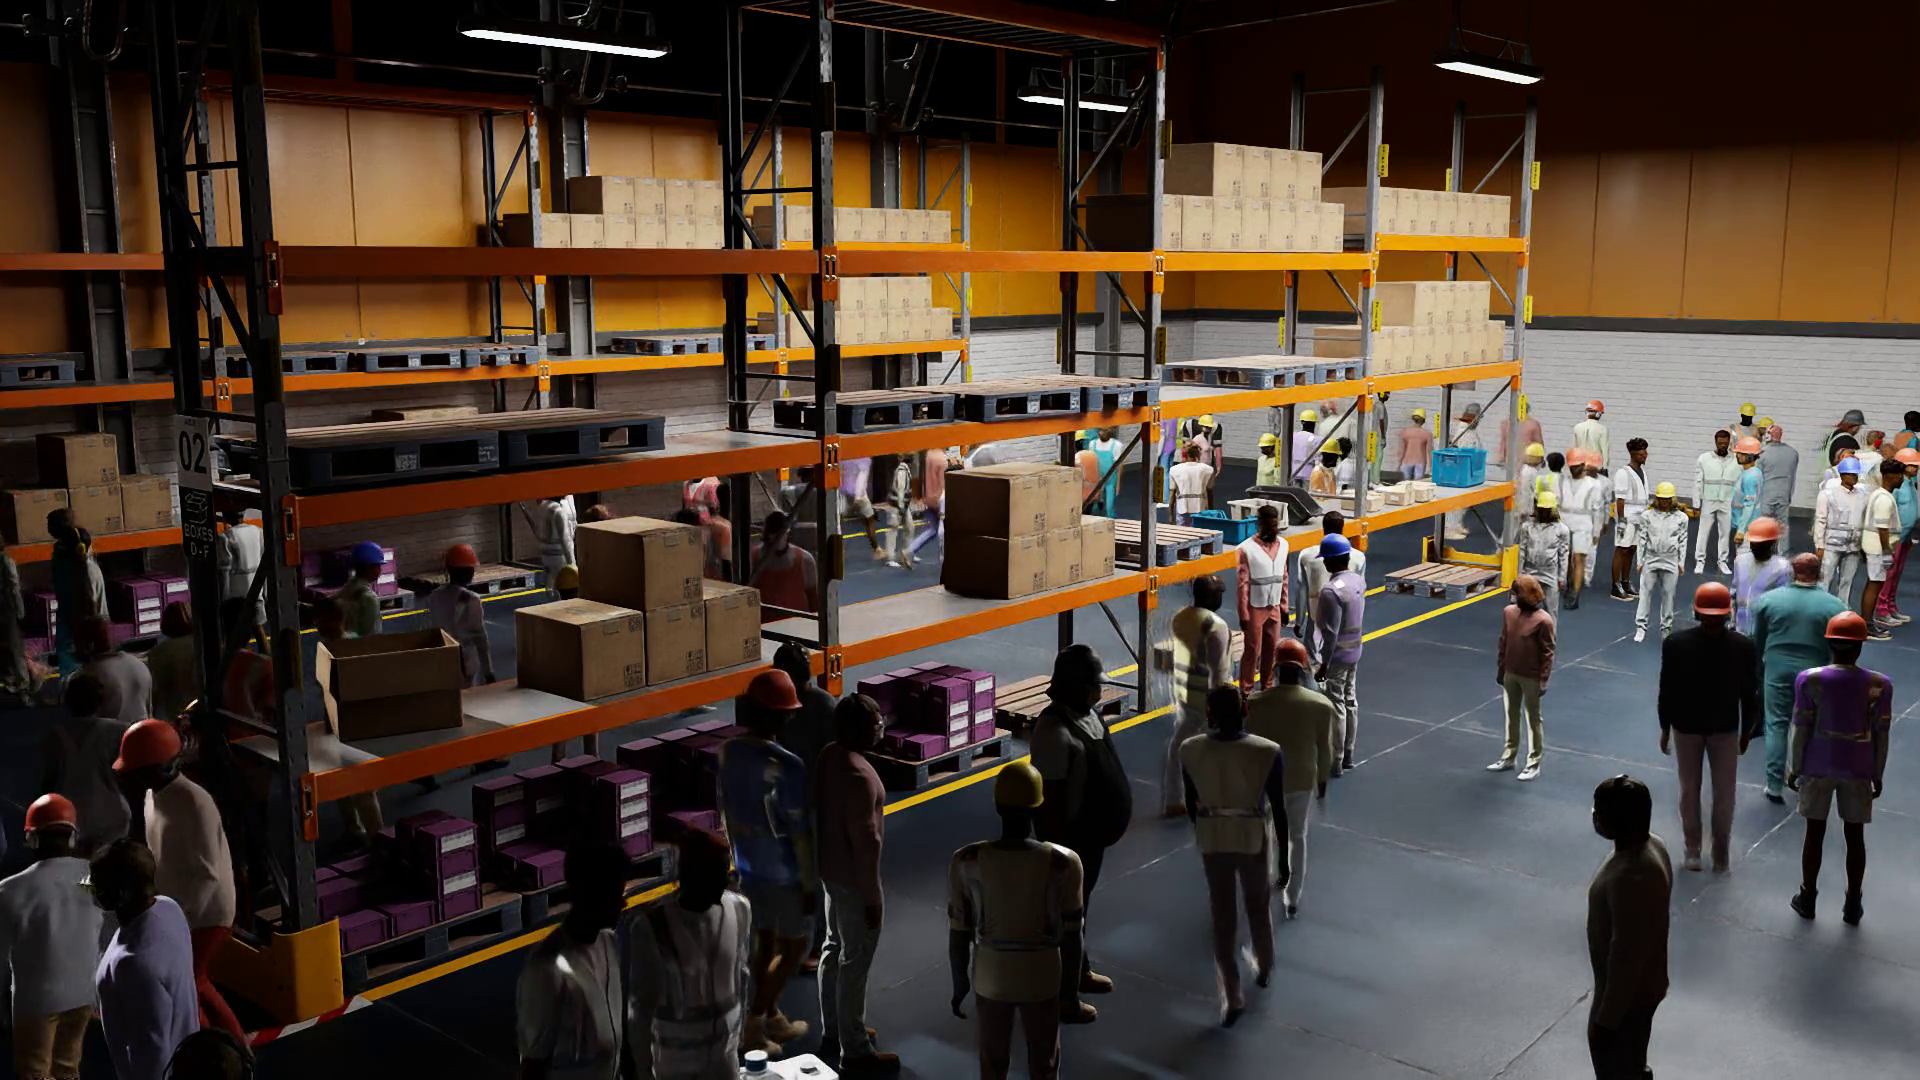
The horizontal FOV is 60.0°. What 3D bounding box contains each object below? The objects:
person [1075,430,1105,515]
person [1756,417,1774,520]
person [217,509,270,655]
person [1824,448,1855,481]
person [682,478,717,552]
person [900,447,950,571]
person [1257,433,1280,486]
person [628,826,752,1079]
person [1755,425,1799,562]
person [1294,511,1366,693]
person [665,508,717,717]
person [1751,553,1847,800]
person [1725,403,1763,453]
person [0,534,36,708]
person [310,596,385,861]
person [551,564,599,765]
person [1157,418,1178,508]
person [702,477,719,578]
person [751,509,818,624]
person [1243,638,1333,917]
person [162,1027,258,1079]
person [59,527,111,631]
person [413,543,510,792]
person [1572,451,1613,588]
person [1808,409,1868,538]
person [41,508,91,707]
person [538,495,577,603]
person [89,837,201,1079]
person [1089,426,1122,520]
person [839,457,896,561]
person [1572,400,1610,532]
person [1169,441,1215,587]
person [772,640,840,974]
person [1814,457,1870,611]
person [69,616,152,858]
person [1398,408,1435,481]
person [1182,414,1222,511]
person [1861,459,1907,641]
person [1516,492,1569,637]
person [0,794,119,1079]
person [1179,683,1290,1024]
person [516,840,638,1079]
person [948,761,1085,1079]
[{"bbox_3d":[1.626,-0.535,21.925,0.557,1.889,0.636,9,13,44],"label":"person"},{"bbox_3d":[12.104,-0.981,25.048,0.321,1.738,0.484,6,11,33],"label":"person"},{"bbox_3d":[-6.784,0.492,15.690,0.382,1.928,0.546,4,10,25],"label":"person"},{"bbox_3d":[11.579,-0.405,21.935,0.522,1.632,0.314,-3,10,-17],"label":"person"},{"bbox_3d":[-3.203,-0.183,20.425,0.537,1.694,0.320,6,11,31],"label":"person"},{"bbox_3d":[-0.354,-0.495,21.500,0.795,1.959,0.633,-5,11,-27],"label":"person"},{"bbox_3d":[4.174,-0.569,22.534,0.331,1.760,0.526,-4,10,-23],"label":"person"},{"bbox_3d":[-1.139,2.032,6.751,0.599,1.855,0.880,-8,12,-39],"label":"person"},{"bbox_3d":[10.886,-0.601,22.339,0.662,1.895,0.403,-1,10,-8],"label":"person"},{"bbox_3d":[3.231,0.698,14.533,0.597,1.908,0.392,0,10,0],"label":"person"},{"bbox_3d":[-2.485,0.655,14.795,0.562,1.901,0.596,-4,10,-22],"label":"person"},{"bbox_3d":[6.409,1.019,12.762,0.667,1.843,1.010,6,11,33],"label":"person"},{"bbox_3d":[12.044,-1.159,25.582,0.593,1.917,0.399,1,10,3],"label":"person"},{"bbox_3d":[-8.722,0.683,15.141,0.569,1.737,0.354,4,10,22],"label":"person"},{"bbox_3d":[-4.157,1.273,11.379,0.456,1.809,0.589,-3,10,-20],"label":"person"},{"bbox_3d":[-2.977,1.051,12.832,0.533,1.765,0.320,-2,10,-13],"label":"person"},{"bbox_3d":[3.382,-1.490,27.518,0.377,1.925,0.594,6,11,33],"label":"person"},{"bbox_3d":[-3.187,-0.356,21.231,0.315,1.767,0.533,0,10,2],"label":"person"},{"bbox_3d":[-1.549,0.676,14.247,0.687,2.000,1.032,-3,10,-16],"label":"person"},{"bbox_3d":[2.043,1.459,10.496,0.591,1.726,0.668,1,10,3],"label":"person"},{"bbox_3d":[-2.080,2.315,4.765,0.627,1.940,0.372,-2,10,-14],"label":"person"},{"bbox_3d":[-7.353,0.804,14.039,0.327,1.860,0.518,-6,11,-33],"label":"person"},{"bbox_3d":[-3.940,0.974,12.900,0.550,1.906,0.942,8,12,38],"label":"person"},{"bbox_3d":[7.939,-0.297,21.049,0.566,1.710,0.835,3,10,17],"label":"person"},{"bbox_3d":[12.450,-0.870,23.478,0.544,2.000,0.709,1,10,8],"label":"person"},{"bbox_3d":[-8.157,0.613,15.333,0.592,1.812,0.662,5,11,28],"label":"person"},{"bbox_3d":[-4.166,0.226,17.437,0.511,1.877,0.607,-5,11,-29],"label":"person"},{"bbox_3d":[-3.057,2.057,6.315,0.353,1.936,0.633,-3,10,-17],"label":"person"},{"bbox_3d":[2.059,-0.806,23.748,0.527,1.824,0.547,4,10,21],"label":"person"},{"bbox_3d":[-1.454,-0.653,22.434,1.099,1.985,0.667,-6,11,-31],"label":"person"},{"bbox_3d":[9.524,-1.114,25.093,0.387,1.988,0.608,-7,12,-36],"label":"person"},{"bbox_3d":[2.898,-0.320,20.822,0.561,1.836,0.388,0,10,0],"label":"person"},{"bbox_3d":[-0.924,1.516,9.544,0.635,1.936,0.353,6,11,32],"label":"person"},{"bbox_3d":[9.628,0.064,18.173,0.605,1.951,0.380,-1,10,-5],"label":"person"},{"bbox_3d":[-5.342,1.404,10.410,0.587,1.886,0.691,2,10,12],"label":"person"},{"bbox_3d":[7.277,-1.225,26.442,0.561,1.746,0.557,6,11,31],"label":"person"},{"bbox_3d":[3.691,-1.171,25.328,0.618,2.028,0.409,3,10,20],"label":"person"},{"bbox_3d":[9.952,0.093,17.975,0.368,1.963,0.608,4,11,25],"label":"person"},{"bbox_3d":[5.936,0.369,16.976,0.524,1.742,0.334,5,11,28],"label":"person"},{"bbox_3d":[-3.951,1.998,7.342,0.624,1.714,0.602,7,12,37],"label":"person"},{"bbox_3d":[1.500,1.661,9.112,0.606,1.793,0.841,2,10,11],"label":"person"},{"bbox_3d":[-1.449,2.077,6.224,0.401,1.932,0.678,3,10,16],"label":"person"},{"bbox_3d":[0.244,1.906,7.240,0.589,1.928,0.384,1,10,5],"label":"person"}]
